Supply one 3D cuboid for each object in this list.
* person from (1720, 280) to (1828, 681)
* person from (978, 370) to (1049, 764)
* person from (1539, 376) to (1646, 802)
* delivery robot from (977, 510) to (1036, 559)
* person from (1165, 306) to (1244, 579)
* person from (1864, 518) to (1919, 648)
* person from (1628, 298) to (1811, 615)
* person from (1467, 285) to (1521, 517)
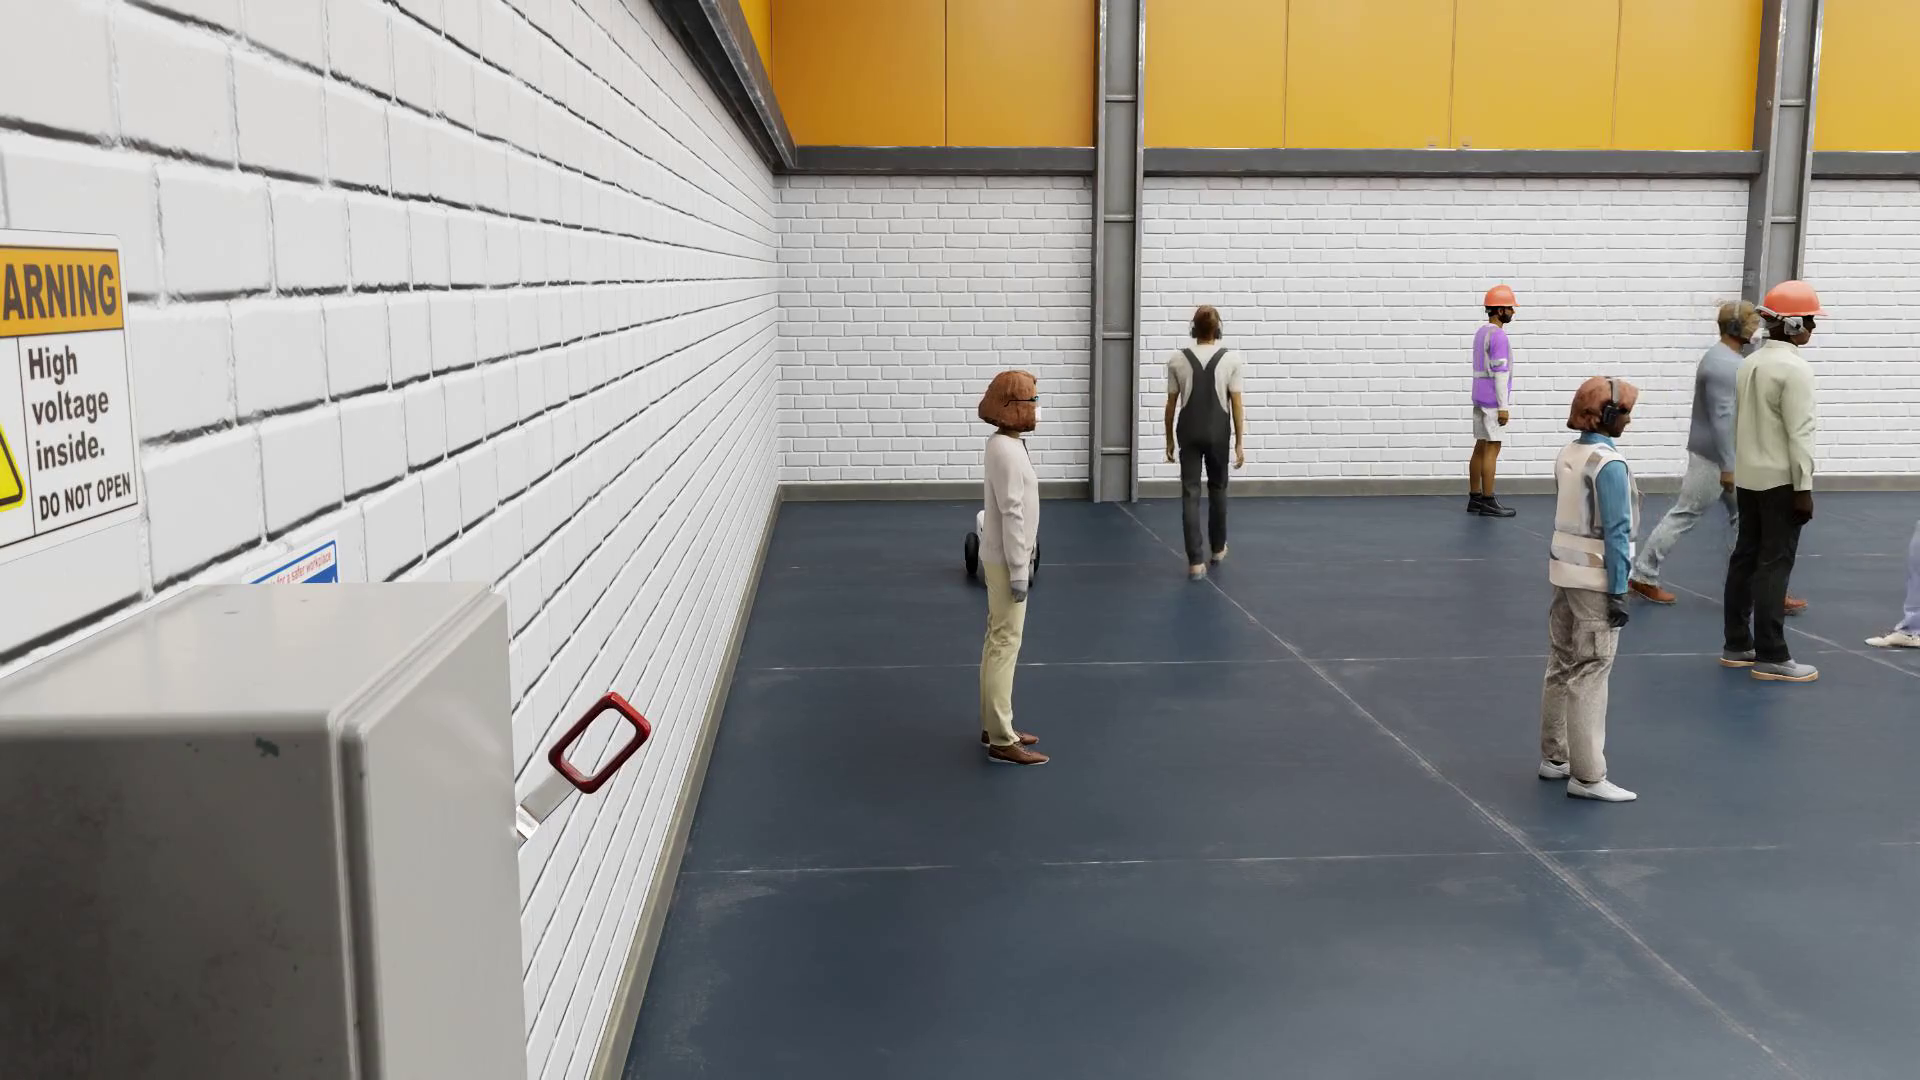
[{"bbox_3d":[4.102,-0.297,8.368,0.376,1.995,0.609,-1,9,-4],"label":"person"},{"bbox_3d":[0.217,0.109,6.951,0.285,1.633,0.497,-1,9,-4],"label":"person"},{"bbox_3d":[2.448,0.185,6.461,0.308,1.638,0.511,-1,9,-4],"label":"person"},{"bbox_3d":[0.302,-0.051,11.037,0.477,0.478,0.707,-1,9,-4],"label":"delivery robot"},{"bbox_3d":[1.674,-0.680,11.352,0.544,1.805,0.906,2,9,12],"label":"person"},{"bbox_3d":[5.372,-0.241,8.830,0.802,1.737,0.532,2,9,14],"label":"person"},{"bbox_3d":[4.549,-0.501,9.991,1.034,1.894,0.649,6,11,32],"label":"person"},{"bbox_3d":[4.497,-1.166,14.002,0.356,1.939,0.543,-1,9,-4],"label":"person"}]
